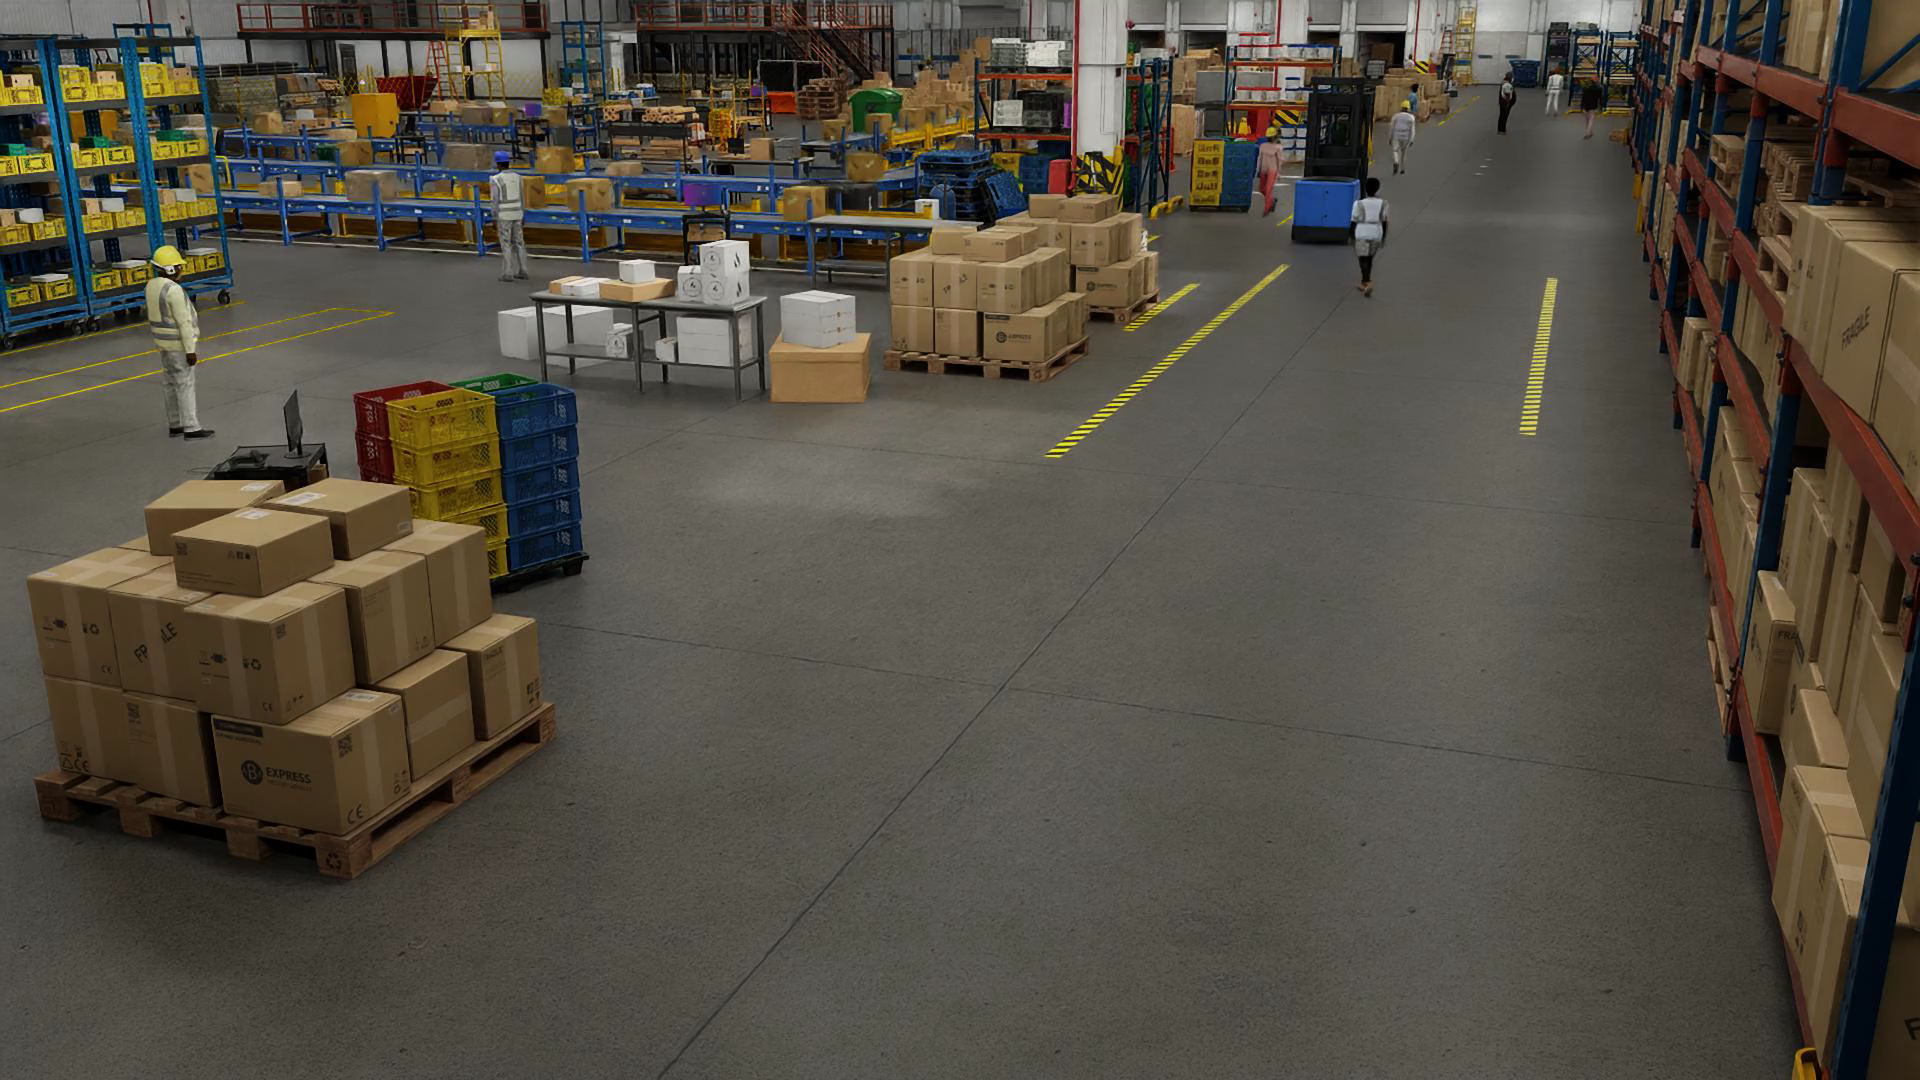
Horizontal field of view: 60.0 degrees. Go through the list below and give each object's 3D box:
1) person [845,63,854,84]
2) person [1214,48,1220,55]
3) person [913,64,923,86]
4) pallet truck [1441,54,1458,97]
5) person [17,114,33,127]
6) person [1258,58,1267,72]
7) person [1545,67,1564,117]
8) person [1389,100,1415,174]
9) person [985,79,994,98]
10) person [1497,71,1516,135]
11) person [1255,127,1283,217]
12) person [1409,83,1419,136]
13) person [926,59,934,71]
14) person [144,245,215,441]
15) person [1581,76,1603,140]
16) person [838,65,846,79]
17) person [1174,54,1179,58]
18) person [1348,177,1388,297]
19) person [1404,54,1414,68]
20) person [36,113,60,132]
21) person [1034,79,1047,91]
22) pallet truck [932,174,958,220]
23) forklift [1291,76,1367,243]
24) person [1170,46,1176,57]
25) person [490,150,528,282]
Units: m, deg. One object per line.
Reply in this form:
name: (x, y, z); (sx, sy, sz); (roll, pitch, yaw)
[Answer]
person: (-5.609, -24.198, 85.832); (0.602, 1.864, 0.514); (1, 18, 5)
person: (14.489, -26.959, 94.426); (0.585, 1.918, 0.379); (8, 19, 23)
person: (-1.540, -17.836, 65.731); (0.611, 1.935, 0.762); (-11, 21, -30)
pallet truck: (22.765, -21.886, 78.355); (0.823, 1.965, 1.885); (-4, 18, -14)
person: (-27.545, -12.501, 49.049); (0.669, 1.889, 0.587); (7, 19, 22)
person: (16.199, -25.198, 89.017); (0.429, 1.844, 0.627); (7, 19, 22)
person: (22.824, -17.185, 63.827); (0.646, 1.859, 0.671); (0, 18, 1)
person: (10.950, -9.968, 41.204); (0.610, 1.813, 0.593); (5, 18, 14)
person: (1.091, -17.525, 64.928); (0.939, 1.825, 0.523); (13, 22, 36)
person: (17.949, -14.325, 54.527); (0.535, 2.000, 0.684); (1, 18, 4)
person: (6.157, -7.309, 32.955); (0.543, 1.746, 0.638); (16, 24, 41)
person: (14.673, -13.952, 53.940); (0.401, 1.685, 0.535); (8, 19, 23)
person: (-1.369, -20.606, 74.580); (0.328, 1.844, 0.511); (14, 22, 36)
person: (-7.375, -1.852, 15.676); (0.601, 1.830, 0.403); (14, 22, 37)
person: (20.041, -13.693, 52.714); (0.614, 1.934, 1.065); (16, 23, 40)
person: (-4.875, -18.917, 69.439); (0.616, 1.747, 0.527); (8, 19, 23)
person: (11.004, -23.815, 84.670); (0.430, 1.845, 0.621); (-10, 20, -29)
person: (5.832, -4.318, 23.698); (0.537, 1.668, 0.817); (-2, 18, -6)
person: (21.511, -22.274, 79.671); (0.373, 1.940, 0.627); (-10, 20, -28)
person: (-24.642, -11.279, 45.017); (0.613, 2.015, 0.907); (-9, 20, -25)
person: (3.279, -18.389, 67.485); (0.542, 1.927, 0.382); (8, 19, 24)
pallet truck: (-0.507, -5.292, 27.348); (0.653, 1.274, 1.630); (6, 19, 19)
forklift: (6.598, -6.755, 29.381); (1.129, 2.768, 1.873); (6, 19, 19)
person: (12.195, -27.224, 95.145); (0.440, 1.983, 0.639); (10, 20, 28)
person: (-6.774, -4.850, 24.933); (0.415, 1.940, 0.601); (11, 21, 31)
